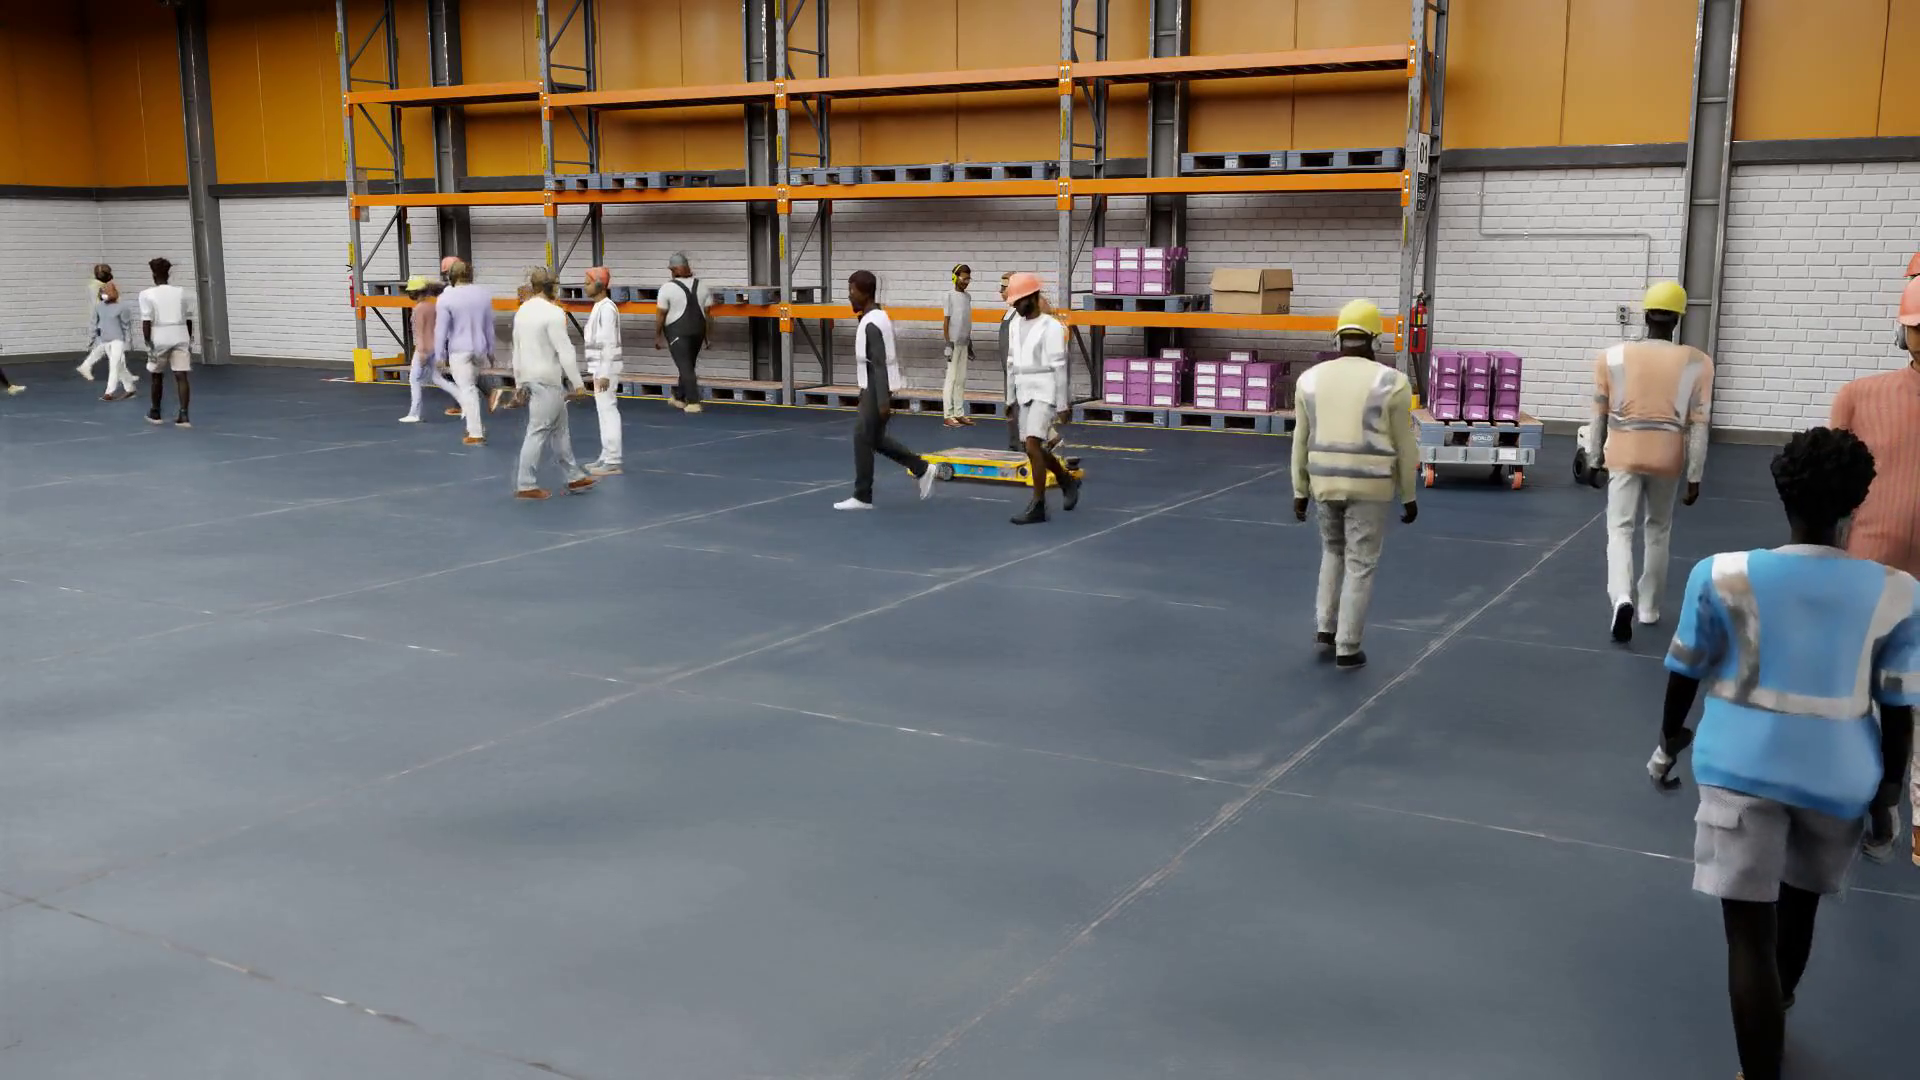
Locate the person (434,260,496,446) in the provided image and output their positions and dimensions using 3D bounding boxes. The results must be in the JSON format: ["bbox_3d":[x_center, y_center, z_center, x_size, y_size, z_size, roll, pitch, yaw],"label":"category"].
[{"bbox_3d":[-5.182,-1.935,17.289,0.687,1.916,0.652,8,13,38],"label":"person"}]

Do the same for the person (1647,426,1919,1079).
[{"bbox_3d":[1.947,0.556,3.944,0.540,1.649,0.867,2,10,13],"label":"person"}]

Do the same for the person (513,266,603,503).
[{"bbox_3d":[-3.273,-1.272,13.594,0.934,1.900,0.641,-7,12,-36],"label":"person"}]

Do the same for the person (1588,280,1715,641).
[{"bbox_3d":[3.645,-0.425,8.827,0.587,1.897,0.843,4,11,20],"label":"person"}]

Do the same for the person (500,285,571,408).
[{"bbox_3d":[-5.413,-2.457,21.199,0.887,1.583,0.519,1,10,3],"label":"person"}]

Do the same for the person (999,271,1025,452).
[{"bbox_3d":[0.491,-1.499,15.040,0.346,1.846,0.506,-3,10,-14],"label":"person"}]

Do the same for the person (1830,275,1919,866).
[{"bbox_3d":[3.178,0.102,5.544,0.623,1.992,0.396,6,11,29],"label":"person"}]

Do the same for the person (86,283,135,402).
[{"bbox_3d":[-11.365,-2.650,22.294,0.512,1.587,0.872,2,10,13],"label":"person"}]

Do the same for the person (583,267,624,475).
[{"bbox_3d":[-3.244,-1.534,15.125,0.341,1.882,0.580,-4,11,-20],"label":"person"}]

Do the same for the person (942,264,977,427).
[{"bbox_3d":[-0.001,-2.239,19.176,0.328,1.865,0.521,7,12,34],"label":"person"}]

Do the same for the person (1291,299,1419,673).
[{"bbox_3d":[1.960,-0.265,8.155,0.596,1.815,0.539,8,13,38],"label":"person"}]

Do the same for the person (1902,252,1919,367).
[{"bbox_3d":[8.150,-1.422,14.103,0.409,2.028,0.611,1,10,7],"label":"person"}]

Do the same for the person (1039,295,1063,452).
[{"bbox_3d":[0.737,-1.542,15.895,0.382,1.617,0.516,0,10,-2],"label":"person"}]

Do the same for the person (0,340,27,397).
[{"bbox_3d":[-13.063,-2.715,22.445,0.842,1.657,0.550,-10,14,-44],"label":"person"}]

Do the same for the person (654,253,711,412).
[{"bbox_3d":[-3.498,-2.635,20.914,0.698,2.000,1.034,-9,13,-42],"label":"person"}]

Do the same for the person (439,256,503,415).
[{"bbox_3d":[-5.955,-2.470,20.245,0.797,1.957,0.639,3,11,18],"label":"person"}]

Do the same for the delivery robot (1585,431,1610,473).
[{"bbox_3d":[5.663,-0.765,14.265,0.477,0.478,0.707,-1,10,-5],"label":"delivery robot"}]

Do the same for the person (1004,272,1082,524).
[{"bbox_3d":[0.658,-1.088,12.625,0.798,1.884,0.552,-7,12,-35],"label":"person"}]

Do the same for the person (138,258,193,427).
[{"bbox_3d":[-9.194,-2.286,19.251,0.607,1.920,0.957,-9,13,-41],"label":"person"}]

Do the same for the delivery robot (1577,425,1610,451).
[{"bbox_3d":[5.792,-0.892,14.981,0.477,0.478,0.707,2,10,11],"label":"delivery robot"}]

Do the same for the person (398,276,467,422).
[{"bbox_3d":[-6.206,-2.242,19.567,0.806,1.732,0.524,1,10,5],"label":"person"}]

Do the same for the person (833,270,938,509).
[{"bbox_3d":[-0.597,-1.168,13.040,0.733,1.889,0.594,0,10,1],"label":"person"}]

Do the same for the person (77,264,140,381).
[{"bbox_3d":[-13.162,-3.334,25.531,0.875,1.811,0.630,-2,10,-12],"label":"person"}]

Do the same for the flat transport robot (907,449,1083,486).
[{"bbox_3d":[0.309,-0.658,14.731,1.431,0.197,0.652,6,12,30],"label":"flat transport robot"}]
